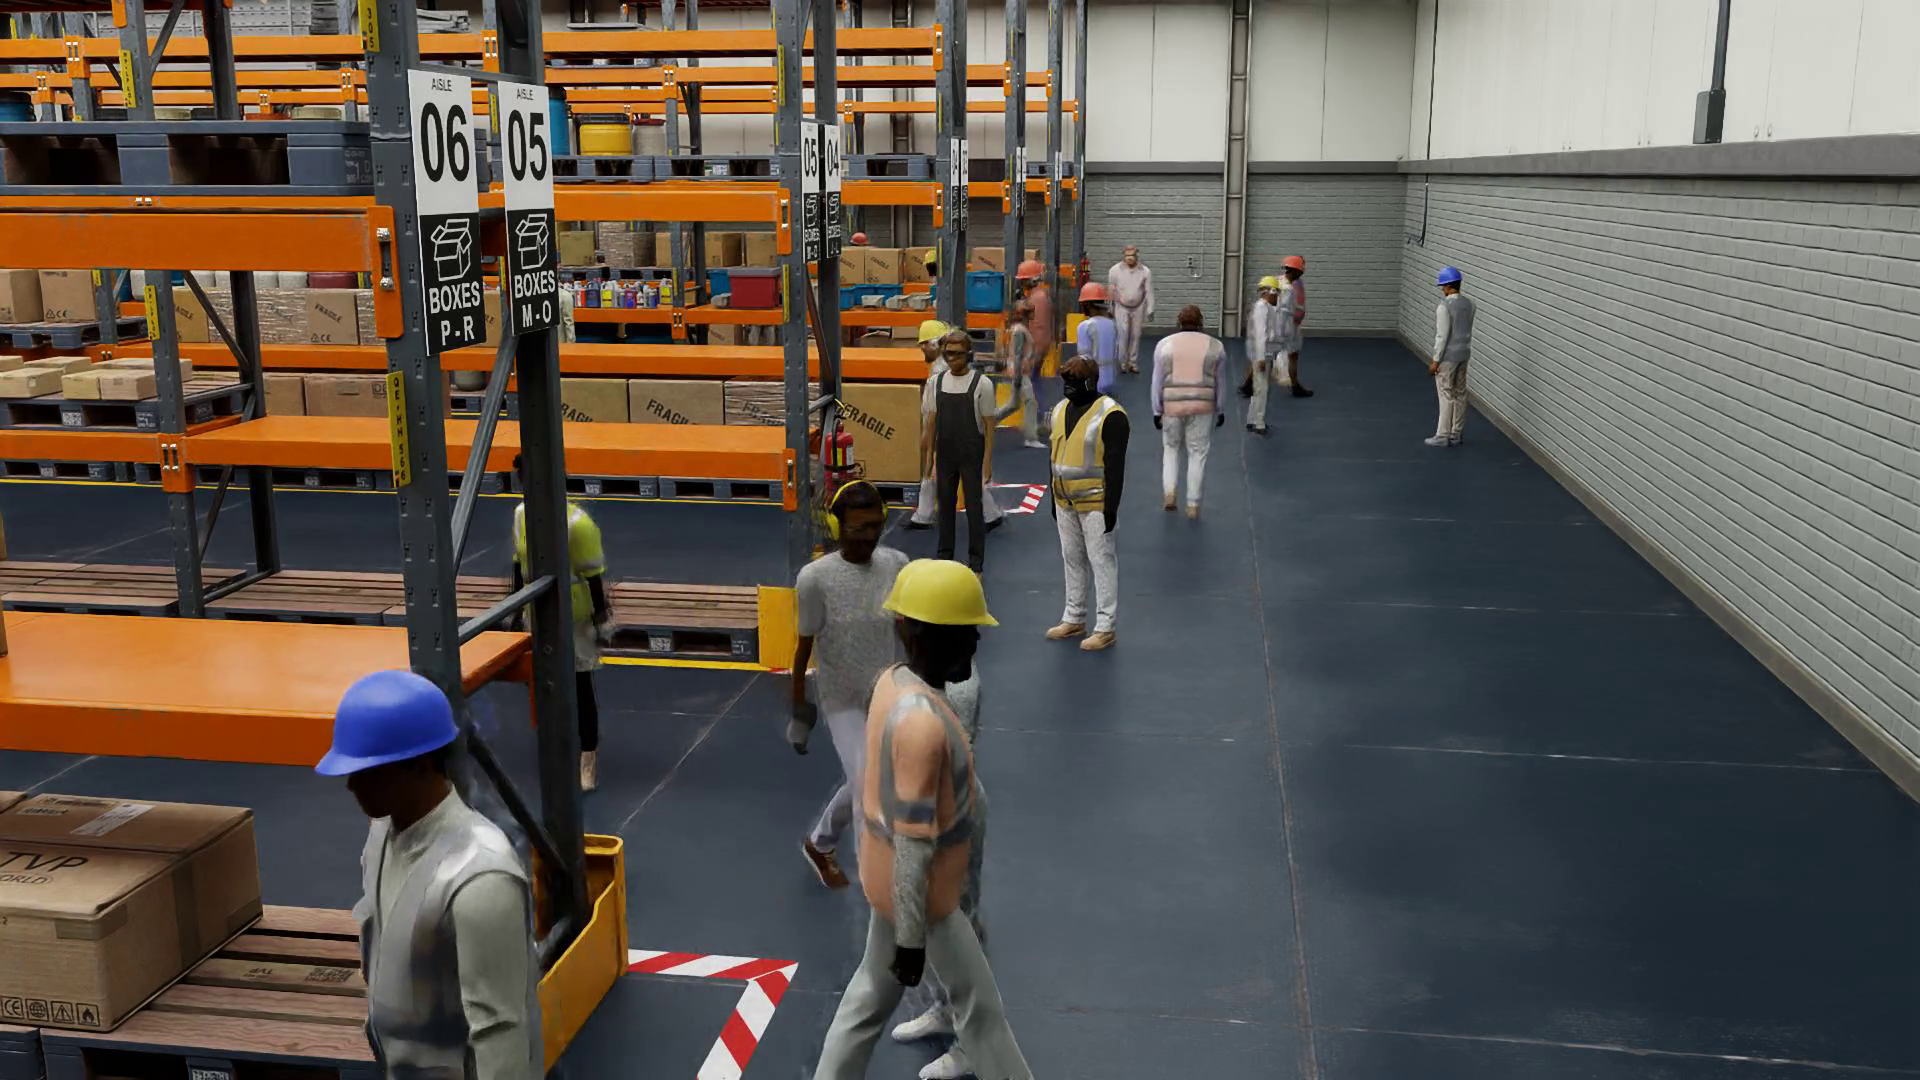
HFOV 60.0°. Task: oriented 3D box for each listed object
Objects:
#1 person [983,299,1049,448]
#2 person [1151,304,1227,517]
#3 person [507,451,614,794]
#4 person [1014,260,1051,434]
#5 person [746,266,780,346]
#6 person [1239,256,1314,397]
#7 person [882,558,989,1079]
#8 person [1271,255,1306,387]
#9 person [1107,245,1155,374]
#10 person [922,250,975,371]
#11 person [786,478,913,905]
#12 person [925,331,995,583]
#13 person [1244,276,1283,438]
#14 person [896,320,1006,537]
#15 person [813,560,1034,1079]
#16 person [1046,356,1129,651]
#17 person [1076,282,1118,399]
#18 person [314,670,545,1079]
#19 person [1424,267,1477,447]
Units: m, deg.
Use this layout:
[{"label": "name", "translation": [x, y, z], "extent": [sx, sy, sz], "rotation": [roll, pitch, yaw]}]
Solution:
[{"label": "person", "translation": [0.587, -1.799, 17.979], "extent": [0.721, 1.615, 0.524], "rotation": [1, 13, 6]}, {"label": "person", "translation": [1.989, -1.126, 14.464], "extent": [0.642, 1.822, 0.620], "rotation": [2, 13, 9]}, {"label": "person", "translation": [-1.911, 0.358, 8.087], "extent": [0.601, 1.678, 0.409], "rotation": [8, 15, 32]}, {"label": "person", "translation": [0.808, -2.156, 18.758], "extent": [0.454, 1.970, 0.661], "rotation": [-1, 13, -5]}, {"label": "person", "translation": [-2.798, -3.051, 23.548], "extent": [0.514, 1.645, 0.309], "rotation": [-5, 13, -20]}, {"label": "person", "translation": [4.165, -2.793, 21.877], "extent": [0.989, 1.888, 0.600], "rotation": [-2, 13, -7]}, {"label": "person", "translation": [-0.081, 0.910, 5.466], "extent": [0.340, 1.735, 0.497], "rotation": [-4, 13, -16]}, {"label": "person", "translation": [4.538, -3.040, 23.101], "extent": [0.521, 1.829, 0.643], "rotation": [8, 15, 32]}, {"label": "person", "translation": [2.520, -3.369, 24.406], "extent": [0.669, 1.883, 0.654], "rotation": [-1, 13, -6]}, {"label": "person", "translation": [-0.218, -3.083, 23.159], "extent": [0.894, 1.882, 0.589], "rotation": [0, 12, -2]}, {"label": "person", "translation": [-0.413, 0.632, 6.559], "extent": [0.526, 1.825, 0.927], "rotation": [-10, 16, -38]}, {"label": "person", "translation": [-0.007, -0.574, 11.912], "extent": [0.520, 1.843, 0.331], "rotation": [6, 14, 24]}, {"label": "person", "translation": [3.425, -2.057, 18.755], "extent": [0.405, 1.787, 0.677], "rotation": [3, 13, 15]}, {"label": "person", "translation": [-0.045, -0.902, 13.557], "extent": [0.911, 1.782, 0.680], "rotation": [1, 13, 3]}, {"label": "person", "translation": [-0.044, 0.978, 4.852], "extent": [1.004, 1.865, 0.593], "rotation": [-2, 13, -9]}, {"label": "person", "translation": [0.774, -0.238, 10.430], "extent": [0.430, 1.835, 0.631], "rotation": [-10, 16, -39]}, {"label": "person", "translation": [1.237, -1.481, 15.831], "extent": [0.586, 1.914, 0.587], "rotation": [12, 17, 42]}, {"label": "person", "translation": [-1.065, 1.186, 3.809], "extent": [0.757, 1.919, 0.611], "rotation": [-11, 16, -40]}, {"label": "person", "translation": [5.316, -1.981, 18.048], "extent": [0.604, 1.938, 0.402], "rotation": [-10, 16, -39]}]
